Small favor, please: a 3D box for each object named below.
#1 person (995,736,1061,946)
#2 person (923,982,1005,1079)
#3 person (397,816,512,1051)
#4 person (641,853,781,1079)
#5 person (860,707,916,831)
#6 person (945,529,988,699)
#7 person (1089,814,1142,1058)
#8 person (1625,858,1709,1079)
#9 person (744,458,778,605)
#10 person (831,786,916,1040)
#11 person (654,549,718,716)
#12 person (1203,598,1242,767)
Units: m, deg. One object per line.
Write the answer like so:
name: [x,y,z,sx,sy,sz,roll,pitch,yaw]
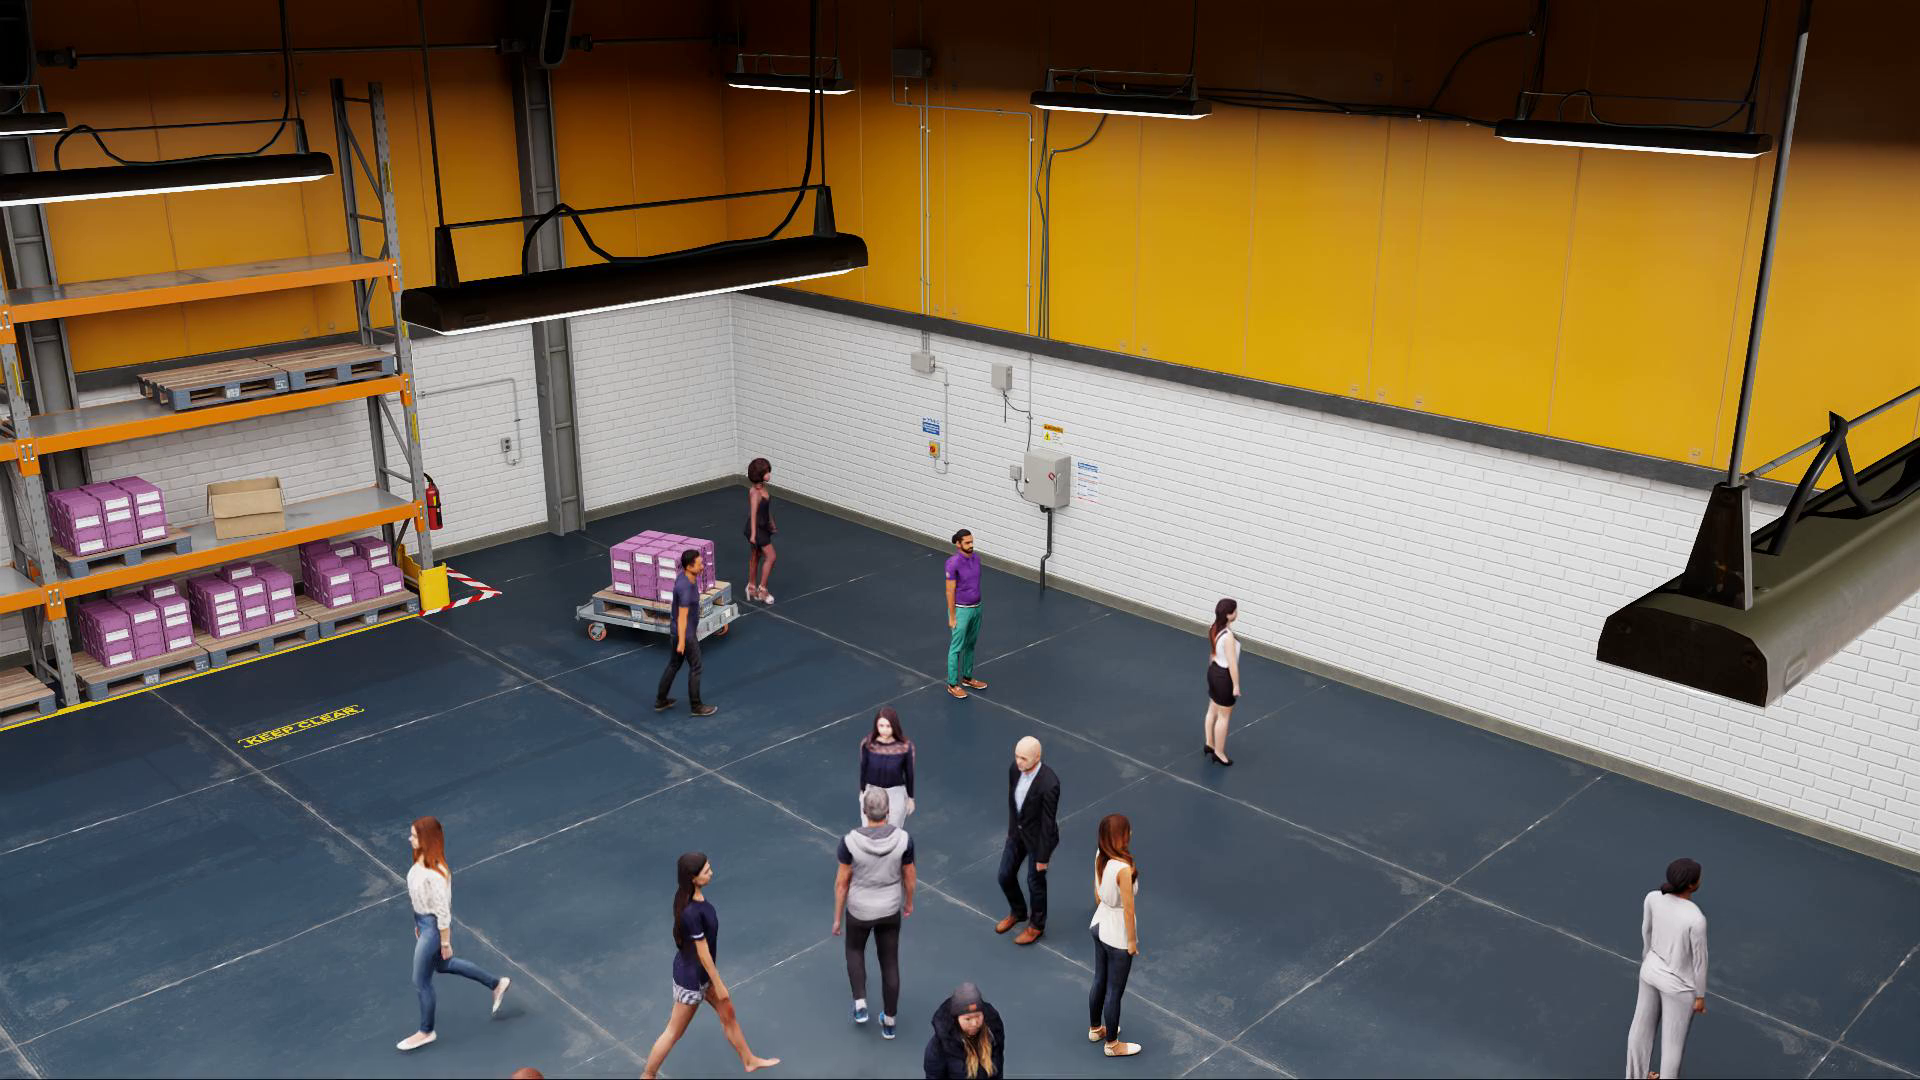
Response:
person: [0.597,2.237,12.607,0.610,1.775,0.706,-14,23,-36]
person: [0.031,3.301,9.604,0.681,1.674,0.800,-10,21,-28]
person: [-3.535,2.661,11.459,1.112,1.704,0.825,-8,20,-24]
person: [-1.814,2.875,10.815,1.202,1.709,1.035,-3,19,-8]
person: [-0.589,2.067,13.392,0.734,1.596,0.776,2,19,7]
person: [0.041,0.724,17.111,0.689,1.768,0.514,16,24,39]
person: [1.031,2.670,11.305,0.647,1.785,0.667,-8,20,-22]
person: [4.614,2.860,10.819,0.651,1.736,0.698,-9,21,-26]
person: [-2.449,-0.100,19.547,0.785,1.774,0.725,0,19,1]
person: [-0.575,2.617,11.436,0.838,1.803,0.942,-3,19,-8]
person: [-2.798,0.921,16.538,0.996,1.759,0.904,-4,19,-13]
person: [2.434,1.319,15.530,0.636,1.648,0.634,-6,20,-18]
